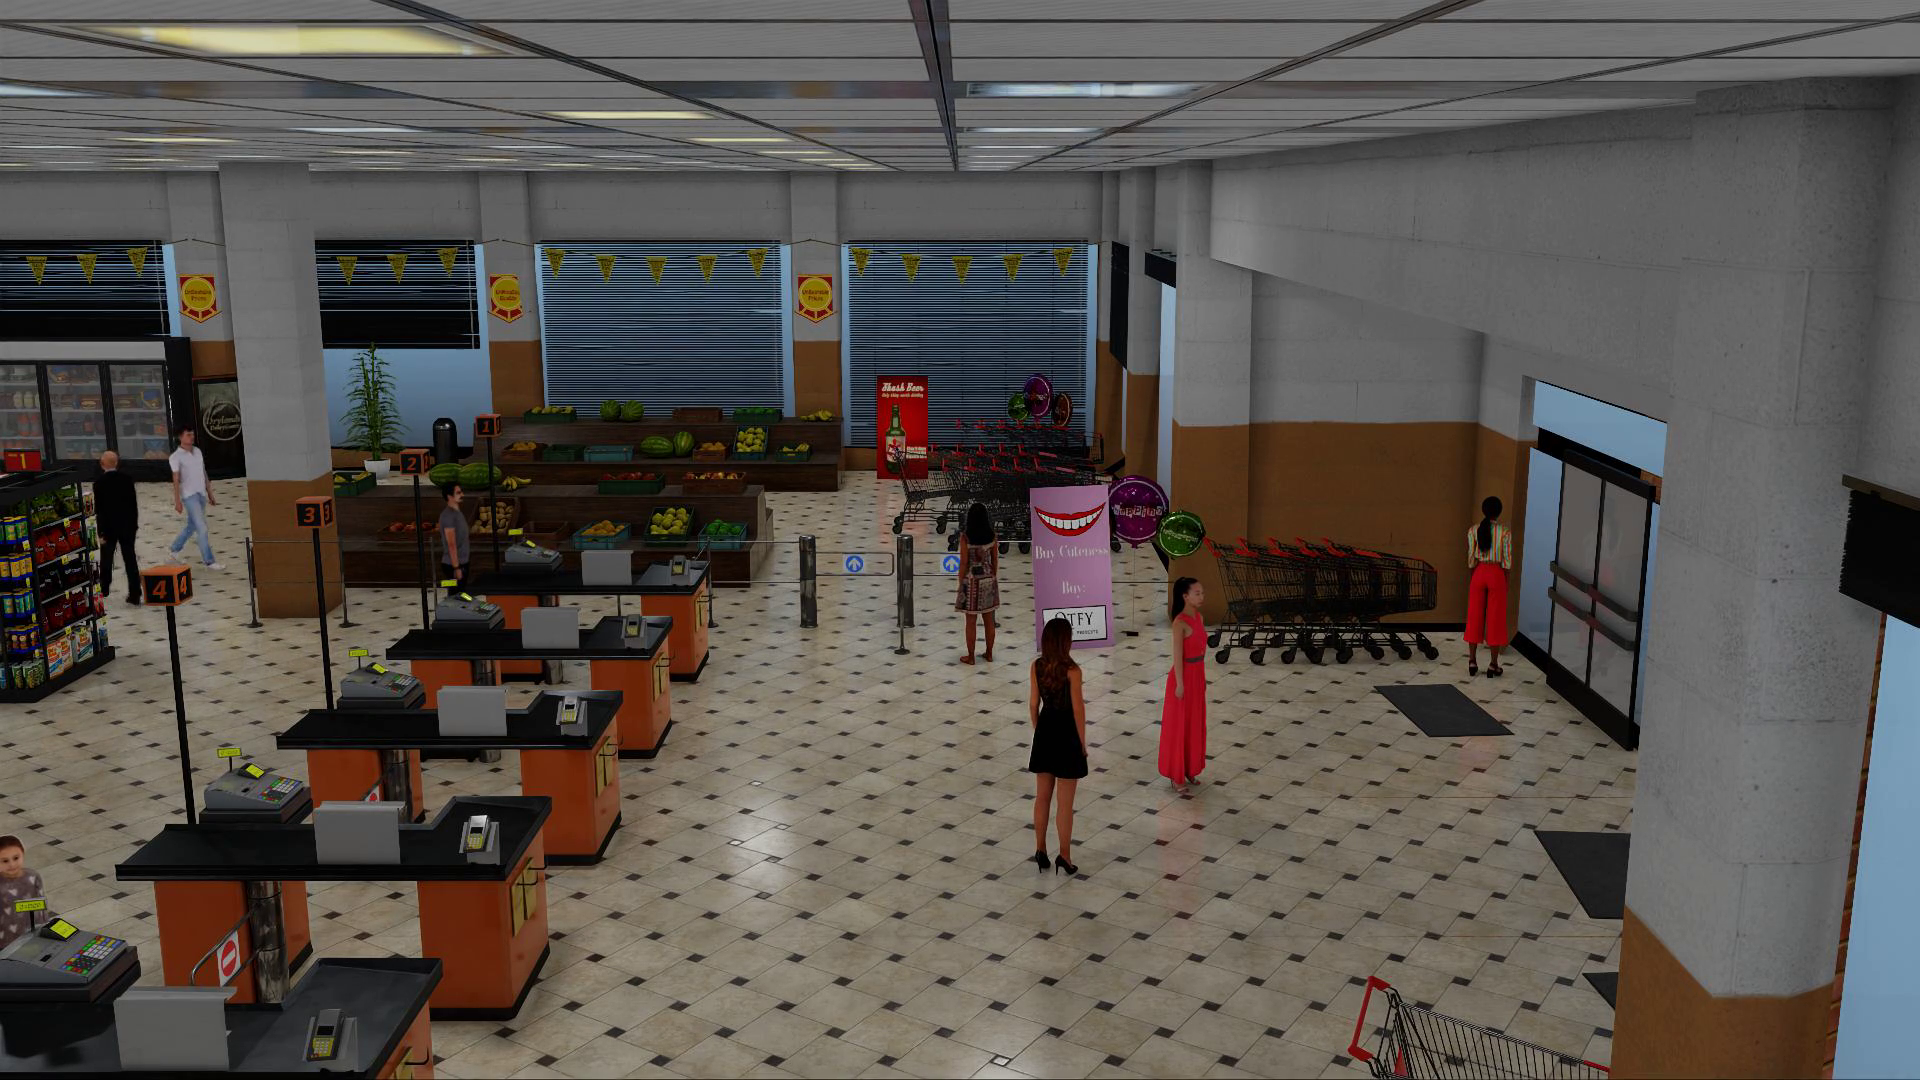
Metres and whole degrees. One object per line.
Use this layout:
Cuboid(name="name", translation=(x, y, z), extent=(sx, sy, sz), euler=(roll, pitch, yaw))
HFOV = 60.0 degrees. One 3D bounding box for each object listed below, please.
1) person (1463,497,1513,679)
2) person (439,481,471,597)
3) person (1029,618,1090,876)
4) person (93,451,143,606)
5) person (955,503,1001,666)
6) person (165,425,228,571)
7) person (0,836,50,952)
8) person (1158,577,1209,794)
Cuboid(name="person", translation=(5.168, 0.452, 16.274), extent=(0.636, 1.793, 0.741), euler=(7, 14, 31))
Cuboid(name="person", translation=(-5.258, 0.249, 17.334), extent=(0.608, 1.753, 0.660), euler=(-2, 12, -11))
Cuboid(name="person", translation=(0.670, 1.431, 11.526), extent=(0.627, 1.835, 0.722), euler=(8, 14, 32))
Cuboid(name="person", translation=(-9.571, -0.101, 18.988), extent=(1.267, 1.756, 1.146), euler=(9, 15, 37))
Cuboid(name="person", translation=(0.184, 0.429, 16.740), extent=(0.643, 1.645, 0.784), euler=(-6, 13, -27))
Cuboid(name="person", translation=(-9.671, -0.518, 20.820), extent=(1.234, 1.819, 0.793), euler=(2, 12, 10))
Cuboid(name="person", translation=(-5.281, 2.220, 9.333), extent=(0.612, 1.194, 0.555), euler=(11, 16, 43))
Cuboid(name="person", translation=(1.801, 1.135, 13.194), extent=(0.747, 1.727, 0.714), euler=(8, 15, 35))
